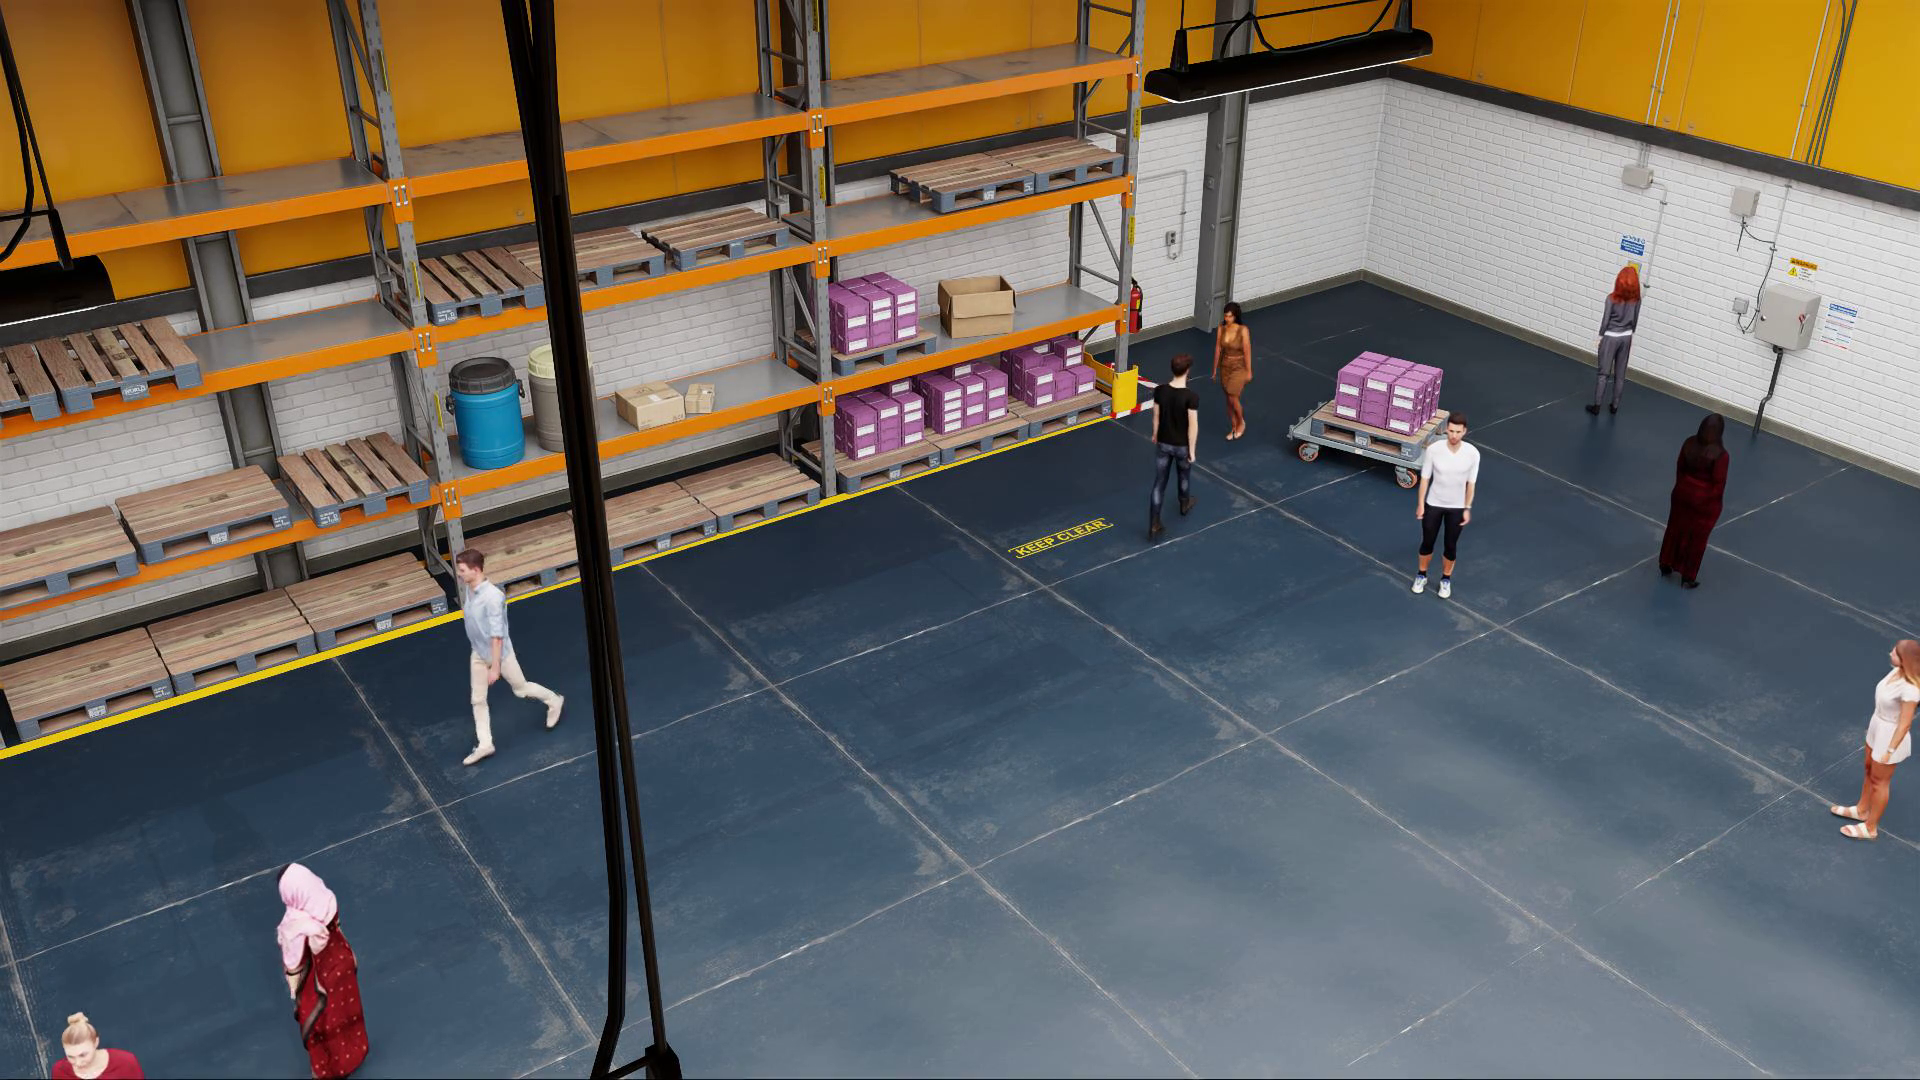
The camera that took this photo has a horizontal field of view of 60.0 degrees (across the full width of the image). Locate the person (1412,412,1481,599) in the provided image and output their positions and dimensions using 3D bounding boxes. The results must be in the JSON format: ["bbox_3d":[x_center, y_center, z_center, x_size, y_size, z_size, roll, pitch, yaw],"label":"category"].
[{"bbox_3d":[4.547,-0.343,15.555,0.741,1.848,0.782,7,29,13],"label":"person"}]

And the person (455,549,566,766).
[{"bbox_3d":[-3.657,0.879,13.354,0.880,1.810,1.275,21,35,33],"label":"person"}]

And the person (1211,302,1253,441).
[{"bbox_3d":[3.106,-1.901,18.606,0.638,1.662,0.631,21,35,34],"label":"person"}]

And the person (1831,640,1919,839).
[{"bbox_3d":[6.920,1.468,12.393,0.736,1.696,0.668,7,29,13],"label":"person"}]

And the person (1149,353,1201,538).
[{"bbox_3d":[2.088,-0.908,16.584,1.062,1.853,1.307,15,32,25],"label":"person"}]

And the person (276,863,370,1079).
[{"bbox_3d":[-3.941,2.655,10.283,0.834,1.632,0.733,11,30,19],"label":"person"}]

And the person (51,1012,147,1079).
[{"bbox_3d":[-4.654,3.231,9.179,1.000,1.680,0.909,-7,29,-13],"label":"person"}]

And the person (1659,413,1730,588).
[{"bbox_3d":[6.958,-0.385,15.726,0.612,1.757,0.673,-15,32,-26],"label":"person"}]

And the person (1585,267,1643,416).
[{"bbox_3d":[7.576,-2.296,19.205,0.609,1.782,0.714,-1,29,-2],"label":"person"}]
